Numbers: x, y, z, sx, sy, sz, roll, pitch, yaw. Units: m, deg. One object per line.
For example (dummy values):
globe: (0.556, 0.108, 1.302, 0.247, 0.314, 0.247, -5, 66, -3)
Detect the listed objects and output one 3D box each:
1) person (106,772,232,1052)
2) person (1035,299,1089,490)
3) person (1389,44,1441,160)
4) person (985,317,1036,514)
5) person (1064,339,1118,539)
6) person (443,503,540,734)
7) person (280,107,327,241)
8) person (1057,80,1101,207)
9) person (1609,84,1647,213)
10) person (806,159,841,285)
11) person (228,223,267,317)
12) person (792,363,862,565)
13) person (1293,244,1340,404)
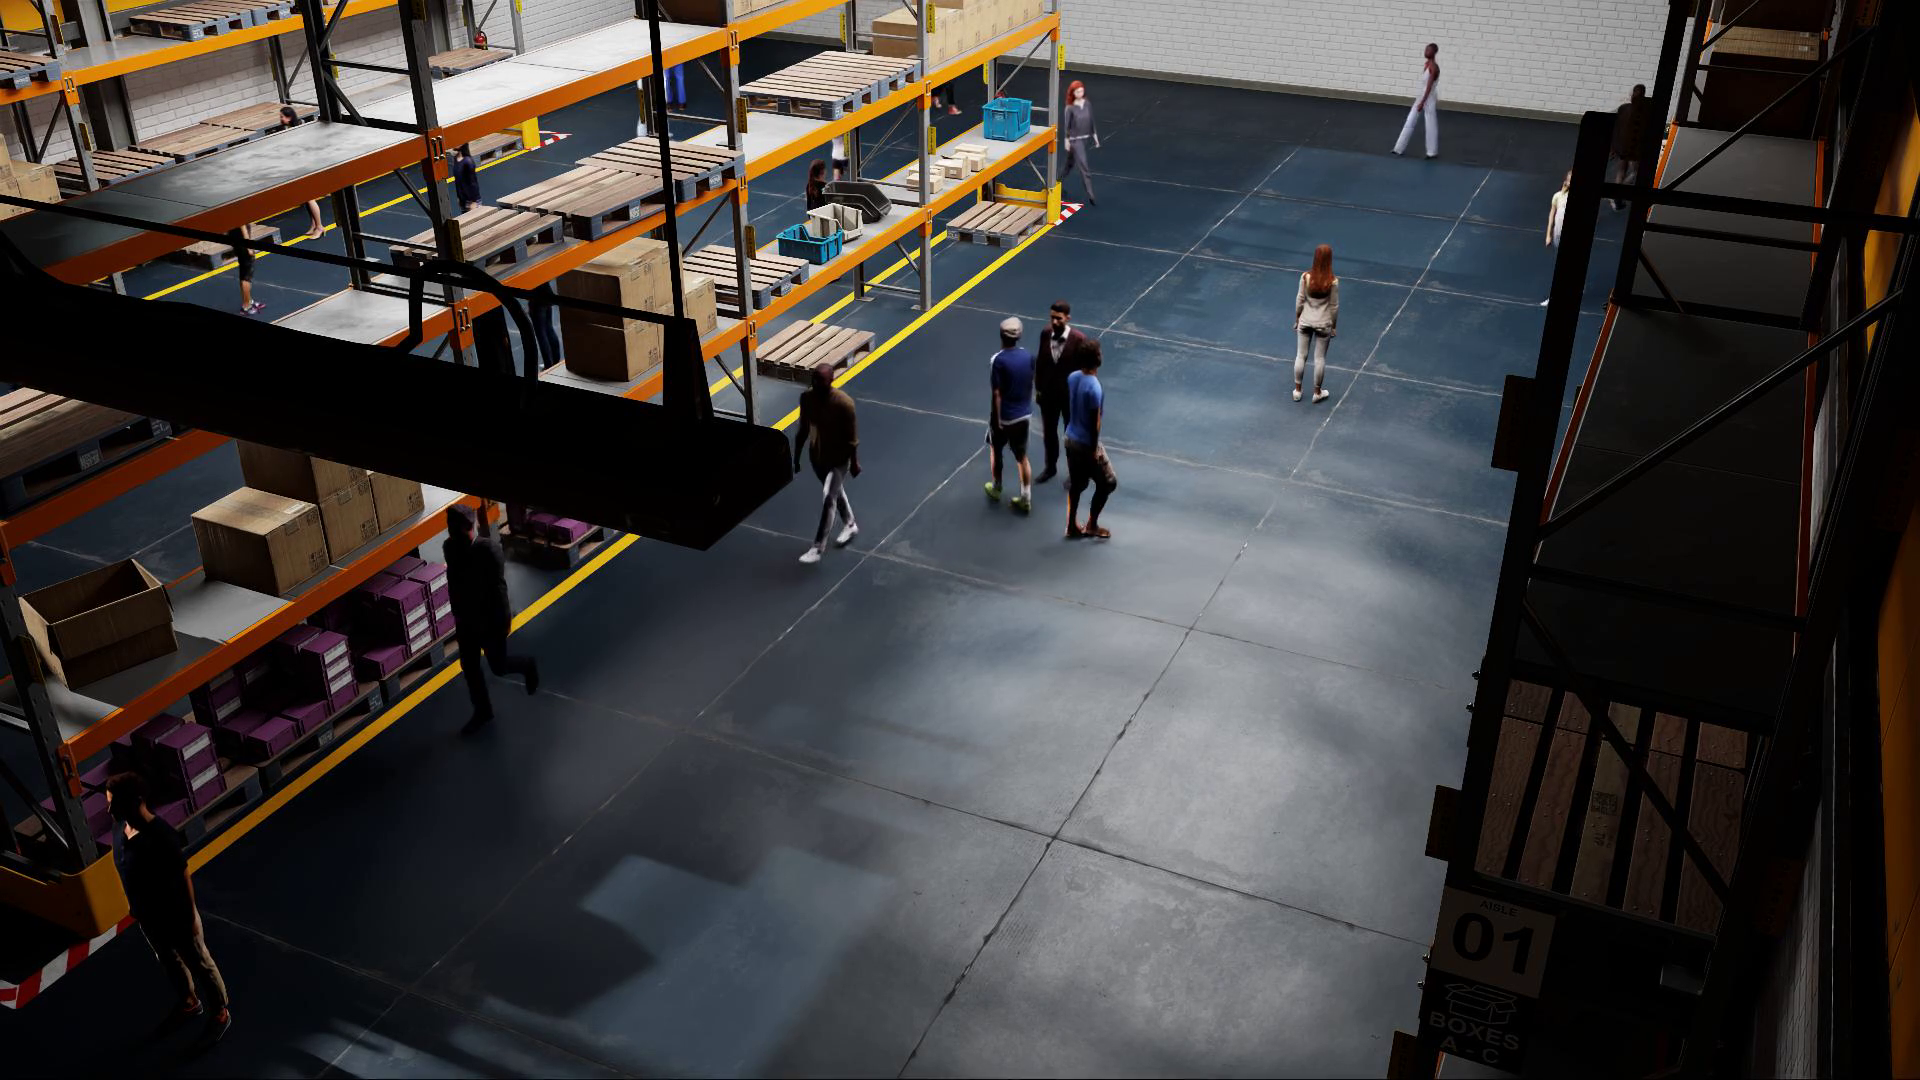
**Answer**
person: (-4.467, 2.064, 9.349, 0.640, 1.857, 0.506, 13, 31, 22)
person: (0.956, -1.396, 15.691, 0.688, 1.860, 0.599, 15, 32, 26)
person: (7.262, -6.699, 25.526, 0.963, 1.750, 1.015, -3, 29, -6)
person: (0.503, -1.096, 15.225, 0.933, 1.778, 0.968, -19, 34, -30)
person: (1.028, -0.854, 14.709, 0.863, 1.847, 0.812, -13, 31, -22)
person: (-3.468, 0.531, 12.199, 0.718, 1.819, 0.936, 12, 31, 21)
person: (-8.797, -4.900, 22.209, 0.813, 1.769, 0.782, -16, 33, -27)
person: (1.613, -5.649, 23.641, 1.223, 1.712, 1.005, -23, 36, -36)
person: (9.258, -5.399, 23.105, 0.984, 1.787, 0.860, -25, 37, -37)
person: (-1.737, -3.990, 20.763, 0.538, 1.555, 0.532, 13, 31, 23)
person: (-8.567, -3.539, 19.744, 0.703, 1.739, 0.678, -21, 35, -34)
person: (-1.088, -0.726, 14.545, 0.841, 1.780, 1.173, 17, 33, 28)
person: (3.723, -2.264, 17.436, 0.601, 1.712, 0.531, 12, 31, 20)
